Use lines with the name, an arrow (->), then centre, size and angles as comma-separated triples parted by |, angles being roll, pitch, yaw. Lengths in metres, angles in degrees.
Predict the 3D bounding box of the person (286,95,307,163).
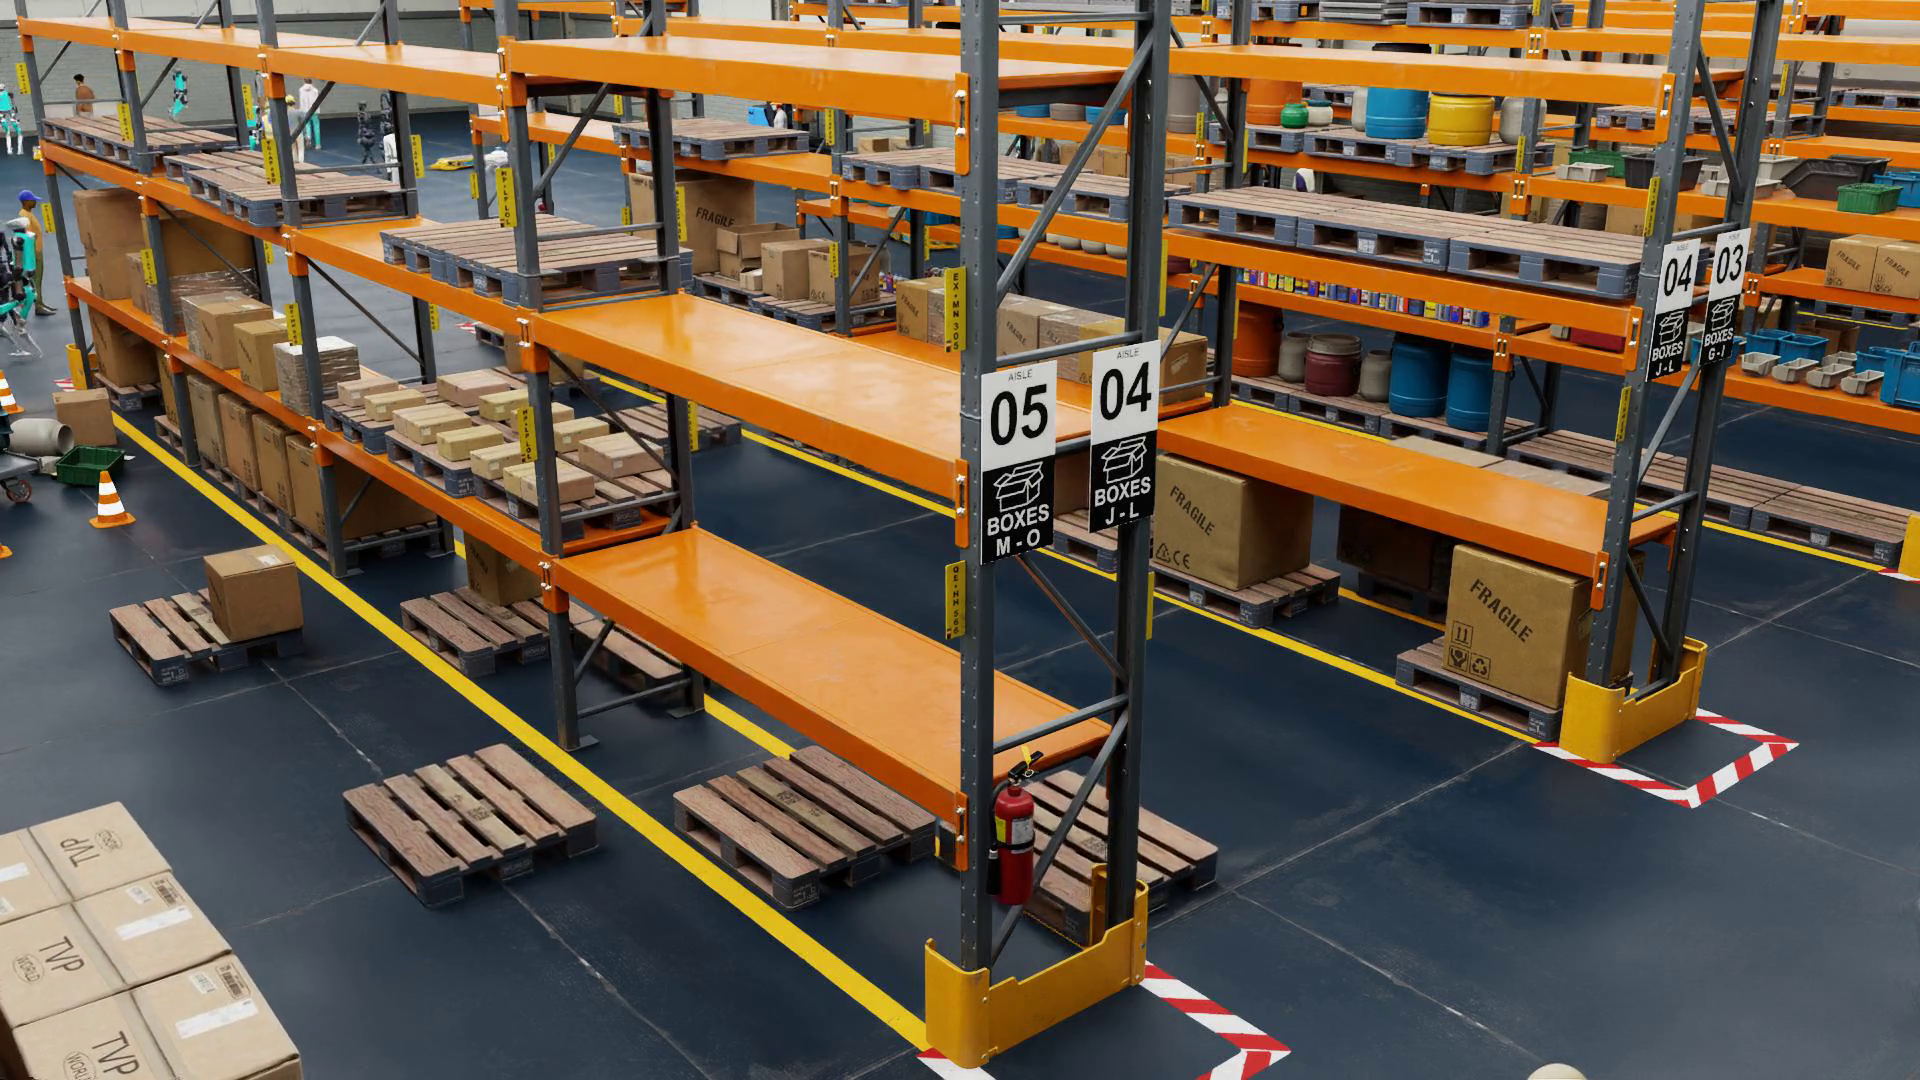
person -> -15.369, -9.377, 38.397 | 0.530, 1.748, 0.712 | -5, 20, -13

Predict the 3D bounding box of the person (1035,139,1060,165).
person -> 1.643, -6.815, 31.084 | 0.544, 1.757, 0.412 | -5, 20, -15

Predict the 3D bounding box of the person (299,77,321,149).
person -> -16.774, -11.062, 42.949 | 0.498, 1.902, 0.576 | -3, 20, -10

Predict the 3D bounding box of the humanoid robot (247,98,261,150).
humanoid robot -> -16.138, -9.026, 37.556 | 0.772, 1.880, 0.565 | 12, 23, 31

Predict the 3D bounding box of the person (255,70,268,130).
person -> -20.022, -12.751, 47.800 | 0.400, 1.879, 0.499 | 3, 20, 10

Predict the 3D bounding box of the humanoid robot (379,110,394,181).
humanoid robot -> -12.223, -8.347, 35.559 | 0.360, 1.641, 0.600 | 0, 19, 0

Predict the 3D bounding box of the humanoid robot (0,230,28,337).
humanoid robot -> -12.588, -3.529, 21.880 | 0.586, 1.632, 0.696 | 7, 21, 20

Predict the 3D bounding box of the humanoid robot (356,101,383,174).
humanoid robot -> -13.646, -9.209, 38.078 | 0.758, 1.625, 0.614 | 3, 20, 8

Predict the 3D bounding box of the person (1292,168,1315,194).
person -> 5.555, -5.398, 26.954 | 0.401, 1.831, 0.574 | 9, 21, 24

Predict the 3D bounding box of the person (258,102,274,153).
person -> -14.511, -8.272, 35.100 | 0.533, 1.852, 0.949 | 3, 20, 8

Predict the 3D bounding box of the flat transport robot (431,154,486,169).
flat transport robot -> -11.772, -8.958, 39.430 | 0.659, 0.231, 1.431 | 11, 22, 28

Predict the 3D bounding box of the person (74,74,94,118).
person -> -23.203, -11.450, 44.187 | 0.790, 1.815, 0.782 | 3, 20, 9

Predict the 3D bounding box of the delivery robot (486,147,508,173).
delivery robot -> -10.651, -8.790, 38.535 | 0.499, 0.605, 0.799 | 7, 21, 19

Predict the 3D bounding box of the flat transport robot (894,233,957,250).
flat transport robot -> -0.606, -5.214, 28.776 | 0.659, 0.231, 1.431 | -7, 21, -20

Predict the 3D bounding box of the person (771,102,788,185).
person -> -3.922, -8.708, 36.287 | 0.391, 1.888, 0.574 | -1, 19, -4

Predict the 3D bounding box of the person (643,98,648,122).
person -> -7.677, -10.608, 41.623 | 0.492, 1.933, 0.948 | -1, 19, -3

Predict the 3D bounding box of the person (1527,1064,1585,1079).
person -> 1.679, 2.347, 4.949 | 0.395, 1.800, 0.588 | -12, 23, -31

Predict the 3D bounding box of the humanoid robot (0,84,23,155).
humanoid robot -> -23.795, -10.522, 41.585 | 0.555, 1.737, 0.752 | -6, 20, -18

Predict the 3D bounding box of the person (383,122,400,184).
person -> -10.583, -7.035, 31.543 | 0.573, 1.877, 0.346 | -6, 20, -16

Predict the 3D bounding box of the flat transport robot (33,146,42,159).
flat transport robot -> -22.709, -9.656, 41.418 | 0.659, 0.231, 1.431 | -10, 22, -26

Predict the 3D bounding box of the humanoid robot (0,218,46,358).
humanoid robot -> -11.636, -3.027, 20.368 | 0.808, 1.794, 0.530 | -3, 20, -8

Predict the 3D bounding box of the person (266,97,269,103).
person -> -18.540, -11.623, 44.871 | 0.321, 1.688, 0.528 | -9, 21, -25

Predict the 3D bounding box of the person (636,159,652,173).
person -> -5.187, -5.832, 28.039 | 0.616, 1.919, 0.723 | -1, 19, -4

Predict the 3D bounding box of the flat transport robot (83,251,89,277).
flat transport robot -> -12.073, -3.744, 24.592 | 0.659, 0.231, 1.431 | 8, 21, 21

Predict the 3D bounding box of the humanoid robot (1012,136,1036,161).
humanoid robot -> 1.124, -7.395, 32.940 | 0.753, 1.903, 0.538 | -14, 24, -34

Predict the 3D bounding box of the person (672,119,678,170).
person -> -5.735, -7.563, 33.303 | 0.761, 1.687, 0.471 | 7, 20, 18

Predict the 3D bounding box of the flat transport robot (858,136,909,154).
flat transport robot -> -1.642, -8.161, 37.162 | 0.659, 0.231, 1.431 | 14, 24, 35

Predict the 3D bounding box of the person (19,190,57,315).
person -> -12.835, -4.000, 23.134 | 0.368, 1.716, 0.456 | -8, 21, -21

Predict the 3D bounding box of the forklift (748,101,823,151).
forklift -> -4.526, -11.368, 42.374 | 1.129, 2.768, 1.873 | -15, 24, -37

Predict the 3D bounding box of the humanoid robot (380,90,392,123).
humanoid robot -> -14.818, -11.092, 43.362 | 0.599, 1.655, 0.315 | -2, 19, -6

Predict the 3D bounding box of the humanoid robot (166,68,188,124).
humanoid robot -> -22.152, -12.352, 46.904 | 0.537, 1.805, 0.820 | 12, 23, 31

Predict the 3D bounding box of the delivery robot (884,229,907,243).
delivery robot -> -0.927, -5.528, 29.258 | 0.808, 0.607, 0.499 | -16, 25, -38
